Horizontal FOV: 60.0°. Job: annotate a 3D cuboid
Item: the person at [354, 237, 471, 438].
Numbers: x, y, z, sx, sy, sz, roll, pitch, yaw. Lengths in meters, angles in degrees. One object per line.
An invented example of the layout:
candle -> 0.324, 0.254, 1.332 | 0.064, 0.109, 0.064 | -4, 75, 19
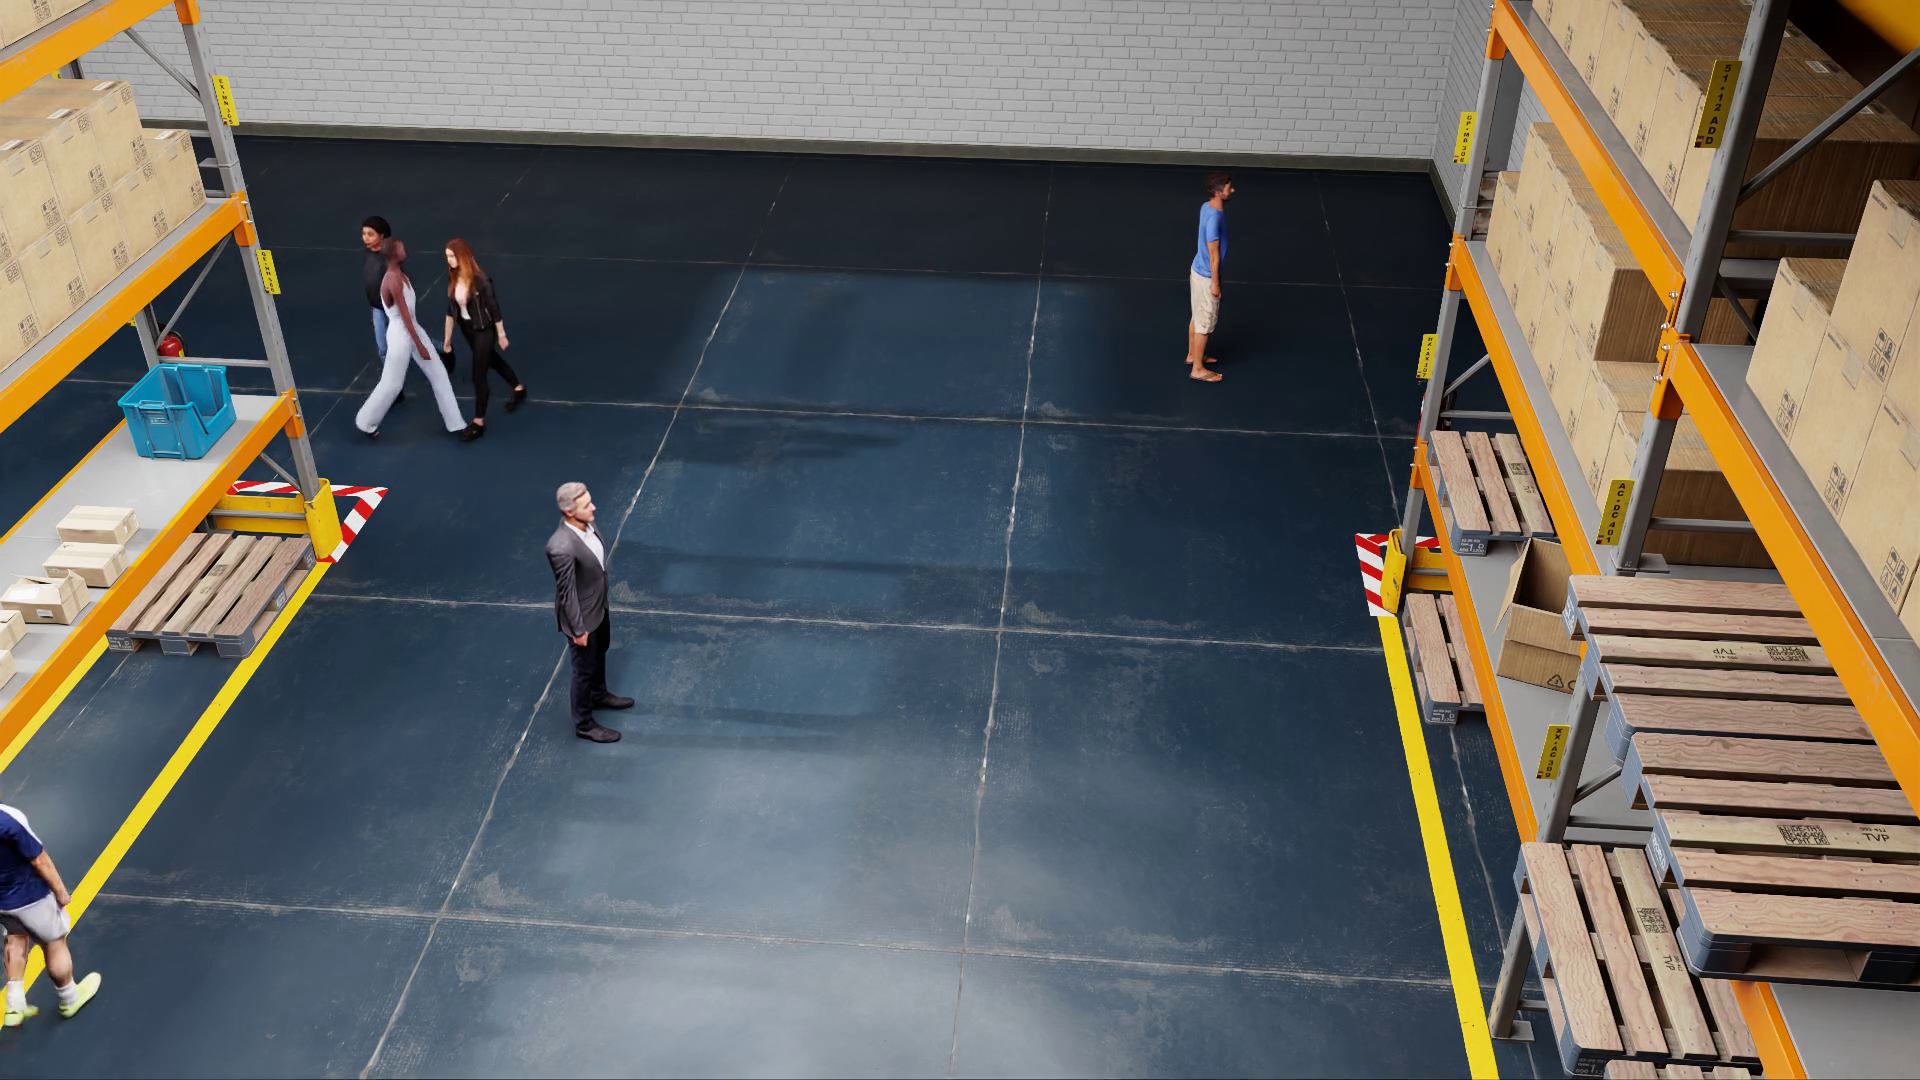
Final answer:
person -> -4.598, -1.558, 13.485 | 0.852, 1.732, 1.158 | -4, 34, -6

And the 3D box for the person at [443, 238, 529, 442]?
person -> -3.931, -1.747, 13.827 | 0.951, 1.668, 1.187 | 19, 38, 26

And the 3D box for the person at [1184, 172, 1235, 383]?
person -> 2.162, -2.318, 14.510 | 0.722, 1.863, 0.518 | 0, 34, 1

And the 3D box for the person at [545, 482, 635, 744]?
person -> -2.350, 0.423, 10.414 | 0.757, 1.832, 0.487 | 3, 34, 4

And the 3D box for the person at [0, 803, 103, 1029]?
person -> -4.795, 1.803, 8.341 | 0.668, 1.827, 0.756 | 4, 34, 6

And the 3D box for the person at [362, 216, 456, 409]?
person -> -4.757, -1.976, 14.166 | 0.818, 1.674, 1.117 | 15, 37, 22
